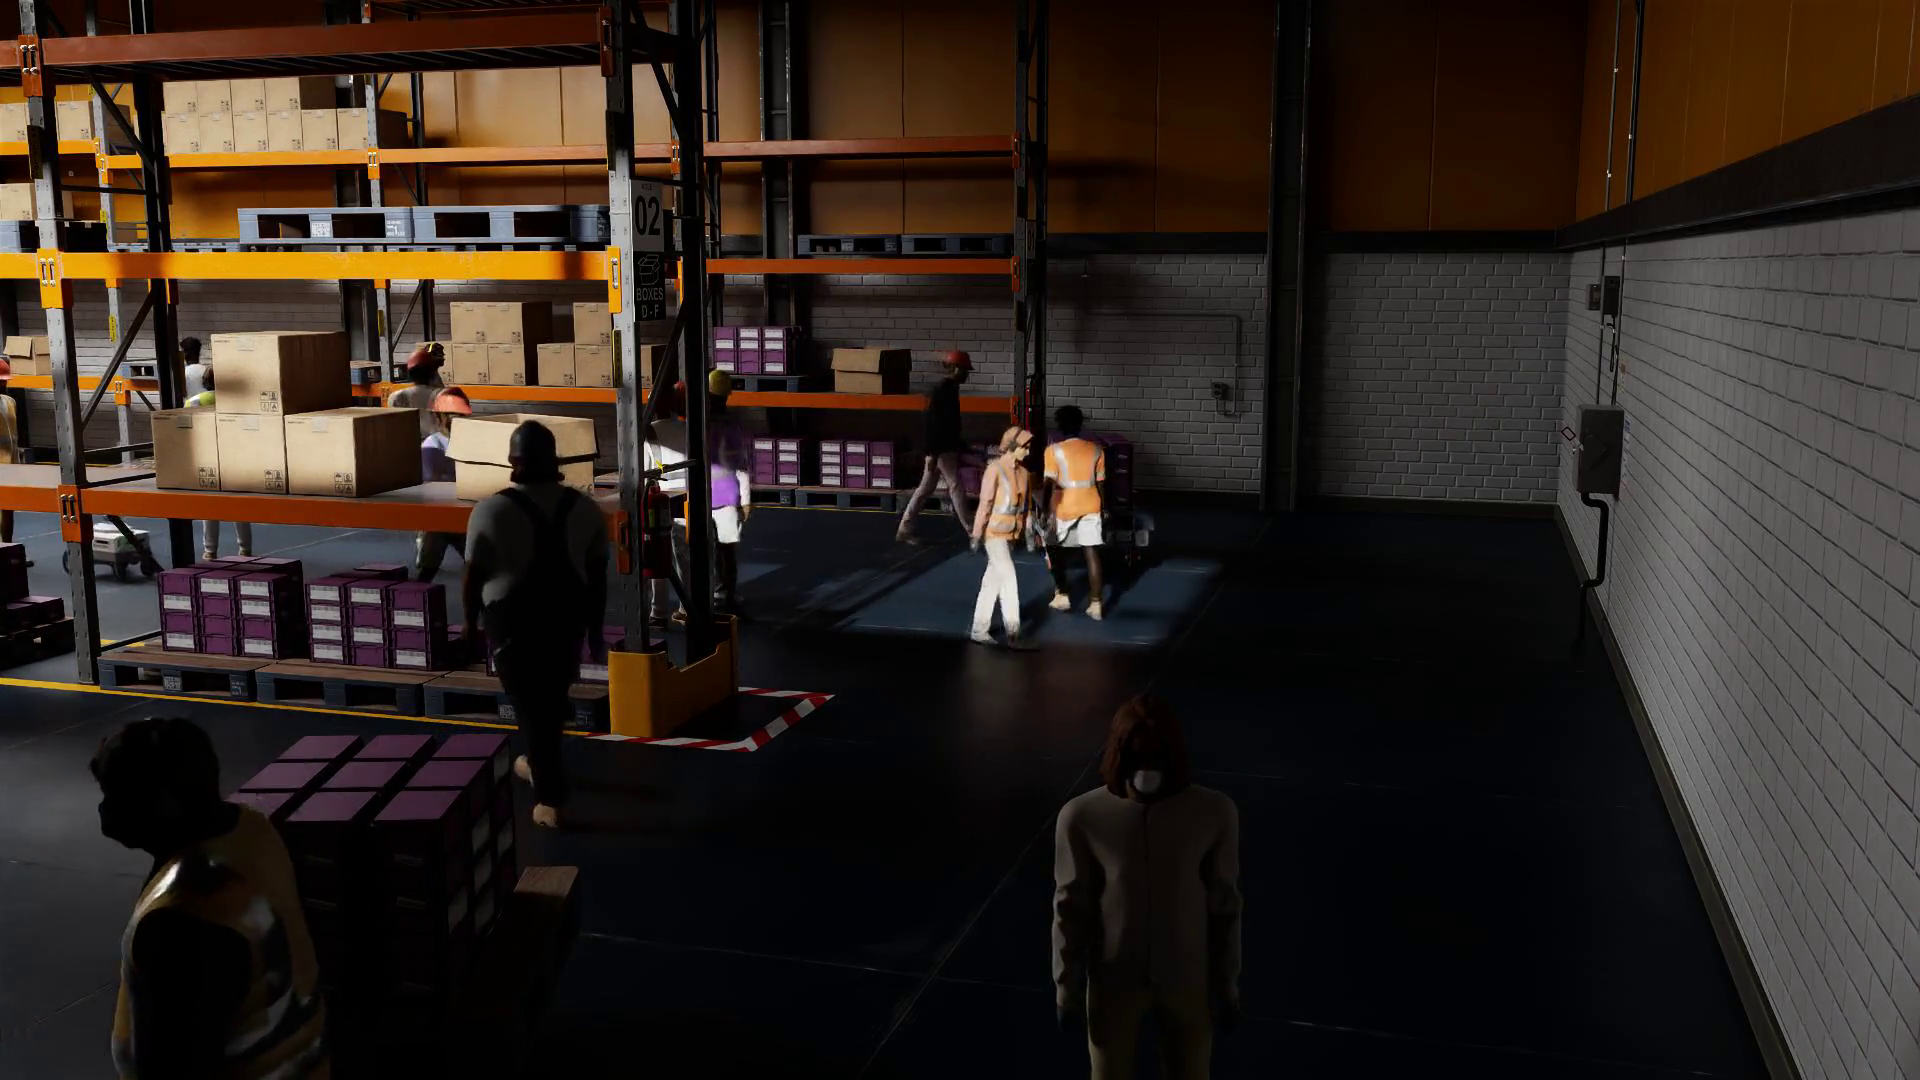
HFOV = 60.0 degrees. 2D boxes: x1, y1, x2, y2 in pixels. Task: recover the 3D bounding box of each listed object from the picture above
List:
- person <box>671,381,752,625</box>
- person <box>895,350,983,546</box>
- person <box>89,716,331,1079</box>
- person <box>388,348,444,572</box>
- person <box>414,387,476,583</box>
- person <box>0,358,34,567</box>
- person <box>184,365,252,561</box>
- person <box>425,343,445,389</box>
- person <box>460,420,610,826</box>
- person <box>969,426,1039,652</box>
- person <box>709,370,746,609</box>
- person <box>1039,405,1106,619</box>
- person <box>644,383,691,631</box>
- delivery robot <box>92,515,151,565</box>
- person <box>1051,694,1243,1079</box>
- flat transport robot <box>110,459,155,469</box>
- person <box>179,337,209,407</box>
[{"bbox_3d":[-1.887,-0.274,12.754,0.664,1.884,0.362,2,9,11],"label":"person"},{"bbox_3d":[-0.155,-0.888,16.292,1.051,1.927,0.651,-1,9,-3],"label":"person"},{"bbox_3d":[-1.658,1.263,3.649,0.926,1.789,0.651,-3,10,-18],"label":"person"},{"bbox_3d":[-4.804,-0.707,14.917,0.636,2.024,0.423,-5,11,-29],"label":"person"},{"bbox_3d":[-3.638,-0.155,11.996,1.012,1.881,0.545,3,10,18],"label":"person"},{"bbox_3d":[-8.651,-0.676,15.009,0.377,1.932,0.552,2,9,10],"label":"person"},{"bbox_3d":[-6.915,-0.717,15.583,0.621,1.835,0.432,-6,11,-32],"label":"person"},{"bbox_3d":[-6.071,-1.351,19.320,0.329,1.872,0.508,-1,9,-7],"label":"person"},{"bbox_3d":[-2.145,0.361,8.362,0.686,2.000,1.006,-7,12,-38],"label":"person"},{"bbox_3d":[0.364,-0.004,11.890,0.732,1.598,0.578,5,11,30],"label":"person"},{"bbox_3d":[-1.954,-0.413,13.444,0.388,1.920,0.590,7,12,38],"label":"person"},{"bbox_3d":[0.883,-0.224,13.065,0.635,1.653,0.650,-4,10,-24],"label":"person"},{"bbox_3d":[-2.228,-0.254,12.592,0.584,1.882,0.349,-9,13,-44],"label":"person"},{"bbox_3d":[-7.511,0.013,14.716,0.707,0.478,0.477,5,11,29],"label":"delivery robot"},{"bbox_3d":[0.502,1.205,4.486,0.512,1.622,0.290,0,9,0],"label":"person"},{"bbox_3d":[-10.450,-0.874,21.269,0.652,0.197,1.431,0,9,-1],"label":"flat transport robot"},{"bbox_3d":[-8.908,-1.386,19.331,0.855,1.932,0.641,8,12,39],"label":"person"}]
